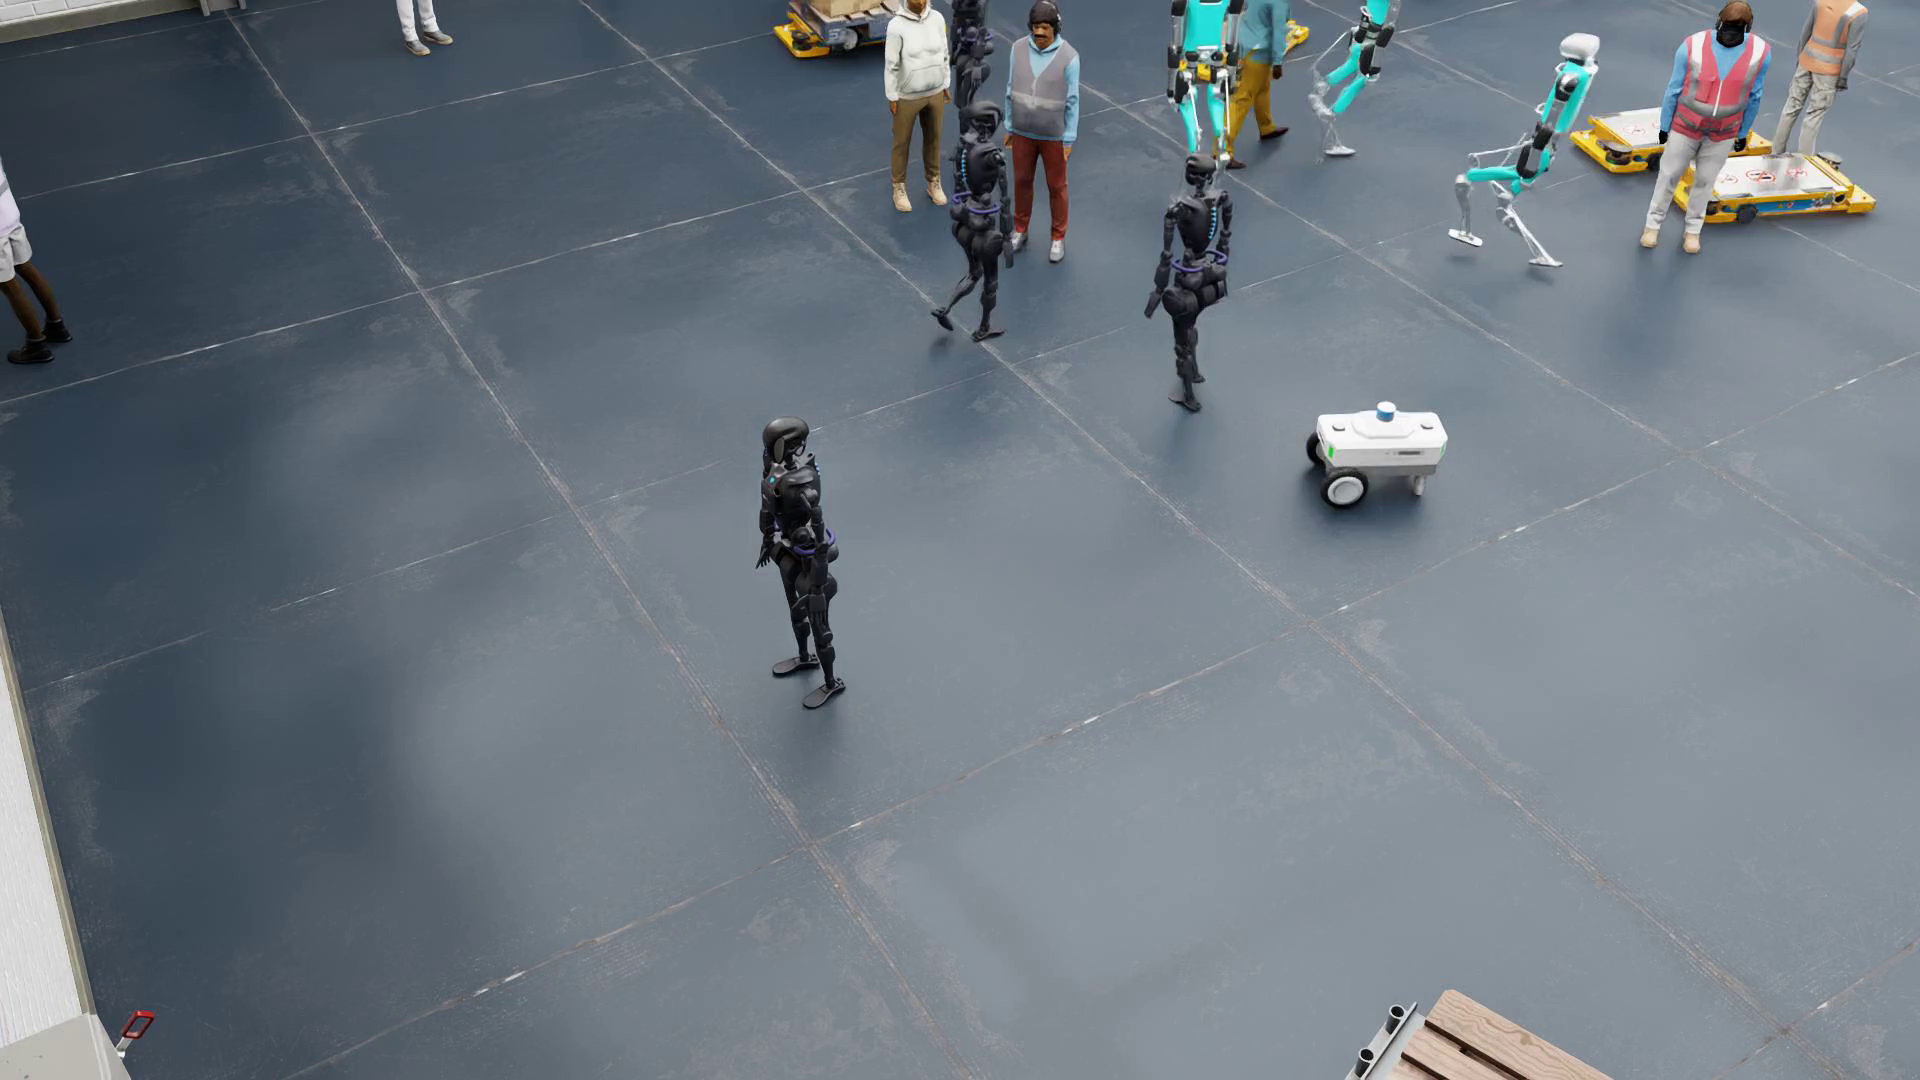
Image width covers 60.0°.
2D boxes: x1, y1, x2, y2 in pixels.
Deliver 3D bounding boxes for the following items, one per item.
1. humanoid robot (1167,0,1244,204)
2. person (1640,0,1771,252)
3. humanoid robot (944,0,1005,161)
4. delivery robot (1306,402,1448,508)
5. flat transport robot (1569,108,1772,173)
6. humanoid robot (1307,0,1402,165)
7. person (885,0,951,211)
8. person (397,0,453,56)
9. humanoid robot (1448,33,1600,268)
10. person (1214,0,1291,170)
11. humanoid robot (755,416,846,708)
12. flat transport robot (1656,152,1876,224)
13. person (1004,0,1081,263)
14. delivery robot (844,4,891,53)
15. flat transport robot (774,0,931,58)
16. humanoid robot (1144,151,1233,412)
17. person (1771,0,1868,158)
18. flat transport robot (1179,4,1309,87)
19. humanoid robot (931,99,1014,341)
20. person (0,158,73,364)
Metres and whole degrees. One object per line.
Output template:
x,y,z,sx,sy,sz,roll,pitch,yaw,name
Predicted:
1.808,-3.227,12.199,0.533,1.797,0.736,-5,39,-6,humanoid robot
5.229,-2.893,11.689,0.628,1.838,0.432,10,39,12,person
0.125,-3.789,12.949,0.550,1.642,0.611,-15,41,-18,humanoid robot
2.416,-0.532,9.745,0.781,0.610,0.520,-1,38,-2,delivery robot
5.718,-3.237,13.377,1.431,0.231,0.659,-9,39,-11,flat transport robot
2.968,-3.680,12.843,0.750,1.894,0.550,-3,38,-4,humanoid robot
-0.326,-3.294,12.249,0.515,1.759,0.370,-17,42,-21,person
-4.847,-5.242,14.606,0.337,1.882,0.583,20,42,23,person
3.843,-2.717,11.563,1.008,1.741,0.532,23,44,26,humanoid robot
2.370,-3.787,12.907,0.873,1.704,0.626,-11,40,-14,person
-0.773,0.102,8.018,0.315,1.657,0.599,-22,43,-25,humanoid robot
6.142,-2.682,12.676,1.431,0.231,0.659,-5,39,-7,flat transport robot
0.574,-2.858,11.610,0.537,1.872,0.413,15,41,18,person
-0.867,-4.764,15.076,0.784,0.599,0.499,-8,39,-10,delivery robot
-0.928,-4.713,15.239,1.431,0.231,0.659,-15,41,-18,flat transport robot
1.420,-1.566,10.137,0.613,1.650,0.395,-24,44,-27,humanoid robot
6.603,-3.616,12.747,0.313,1.641,0.514,-13,40,-16,person
2.532,-4.418,14.866,0.659,0.231,1.431,22,43,26,flat transport robot
0.087,-2.021,10.706,0.432,1.640,0.610,-24,44,-27,humanoid robot
-6.136,-2.002,10.487,0.377,1.931,0.541,-1,38,-1,person
